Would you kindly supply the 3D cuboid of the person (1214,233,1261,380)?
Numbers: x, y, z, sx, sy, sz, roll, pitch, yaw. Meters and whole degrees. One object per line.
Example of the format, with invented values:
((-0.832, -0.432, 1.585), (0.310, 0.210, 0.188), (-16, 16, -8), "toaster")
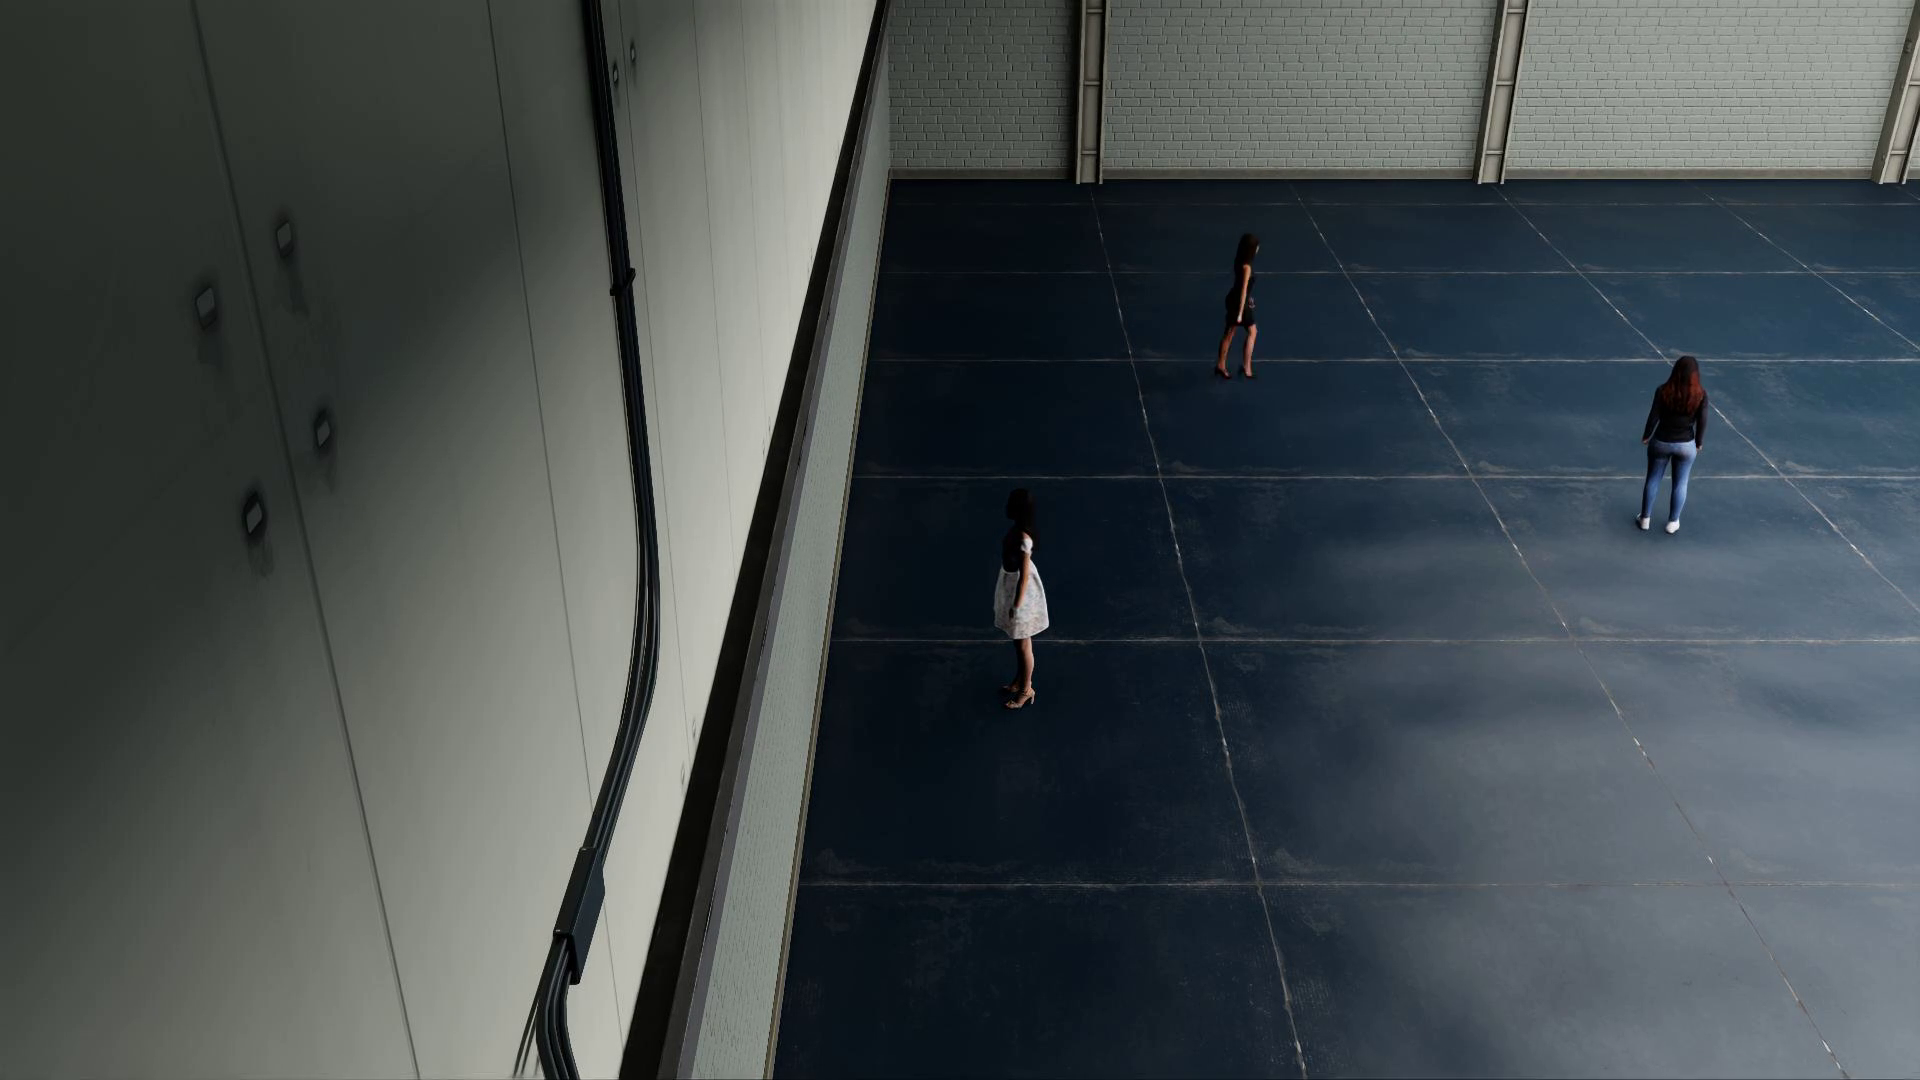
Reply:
((2.886, -2.468, 17.745), (0.739, 1.630, 0.646), (-6, 29, -12), "person")

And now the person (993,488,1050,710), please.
((0.434, 0.423, 12.163), (0.612, 1.775, 0.631), (0, 28, 1), "person")

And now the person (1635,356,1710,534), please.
((6.303, -0.853, 14.709), (0.618, 1.633, 0.774), (10, 30, 18), "person")
